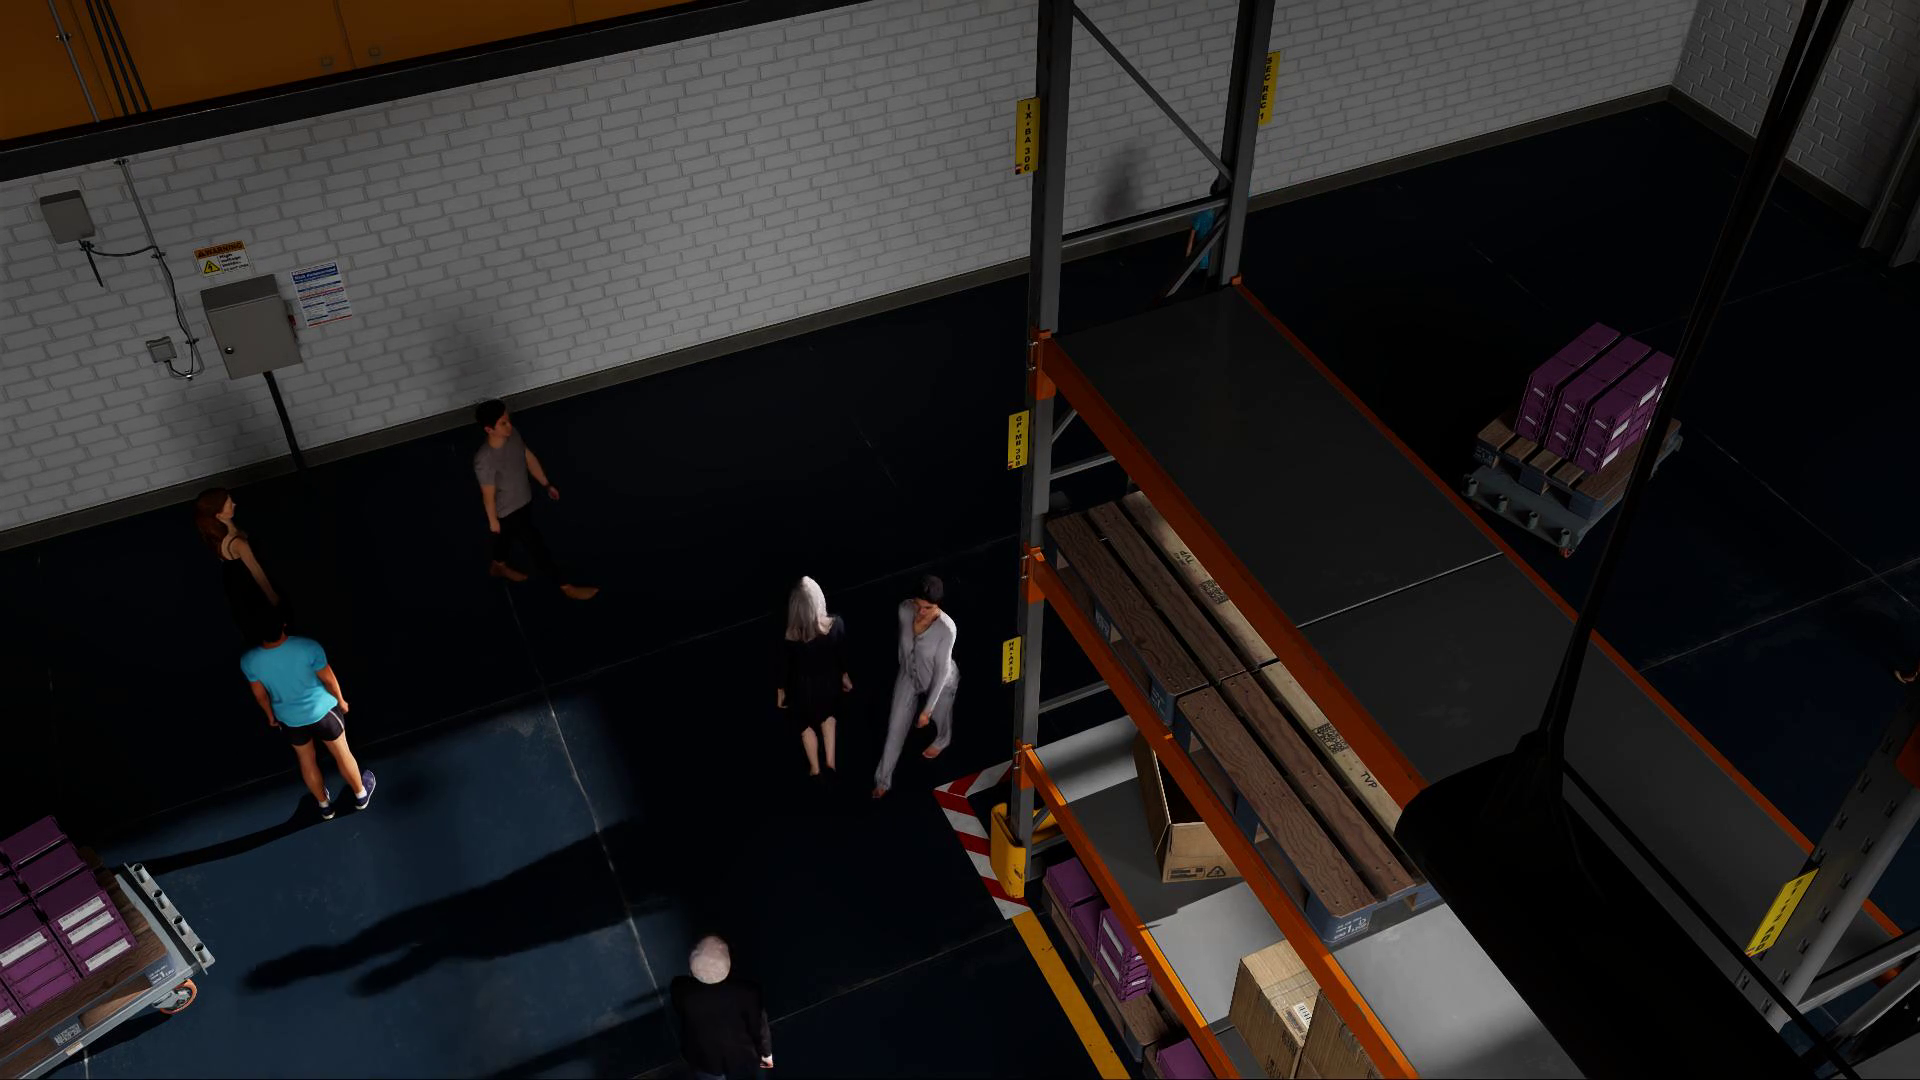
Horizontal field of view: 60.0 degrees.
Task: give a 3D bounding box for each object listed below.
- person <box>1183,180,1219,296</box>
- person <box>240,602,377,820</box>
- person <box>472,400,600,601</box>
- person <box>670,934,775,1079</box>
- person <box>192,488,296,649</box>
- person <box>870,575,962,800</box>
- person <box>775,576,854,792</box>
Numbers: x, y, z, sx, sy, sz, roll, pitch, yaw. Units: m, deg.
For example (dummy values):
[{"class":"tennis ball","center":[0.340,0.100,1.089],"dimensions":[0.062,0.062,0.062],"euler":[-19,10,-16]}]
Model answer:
[{"class":"person","center":[2.068,-2.352,13.636],"dimensions":[0.930,1.429,0.880],"euler":[26,49,25]},{"class":"person","center":[-3.875,1.012,9.852],"dimensions":[0.639,1.780,0.563],"euler":[-12,45,-12]},{"class":"person","center":[-3.106,-0.281,11.282],"dimensions":[1.117,1.678,1.132],"euler":[9,44,9]},{"class":"person","center":[-1.139,2.567,8.271],"dimensions":[1.047,1.758,1.208],"euler":[-1,44,-1]},{"class":"person","center":[-4.588,0.305,10.705],"dimensions":[0.632,1.626,0.724],"euler":[29,51,27]},{"class":"person","center":[-0.140,0.791,10.112],"dimensions":[1.019,1.740,1.000],"euler":[24,49,23]},{"class":"person","center":[-0.830,0.936,9.961],"dimensions":[0.663,1.738,0.807],"euler":[-16,46,-16]}]
